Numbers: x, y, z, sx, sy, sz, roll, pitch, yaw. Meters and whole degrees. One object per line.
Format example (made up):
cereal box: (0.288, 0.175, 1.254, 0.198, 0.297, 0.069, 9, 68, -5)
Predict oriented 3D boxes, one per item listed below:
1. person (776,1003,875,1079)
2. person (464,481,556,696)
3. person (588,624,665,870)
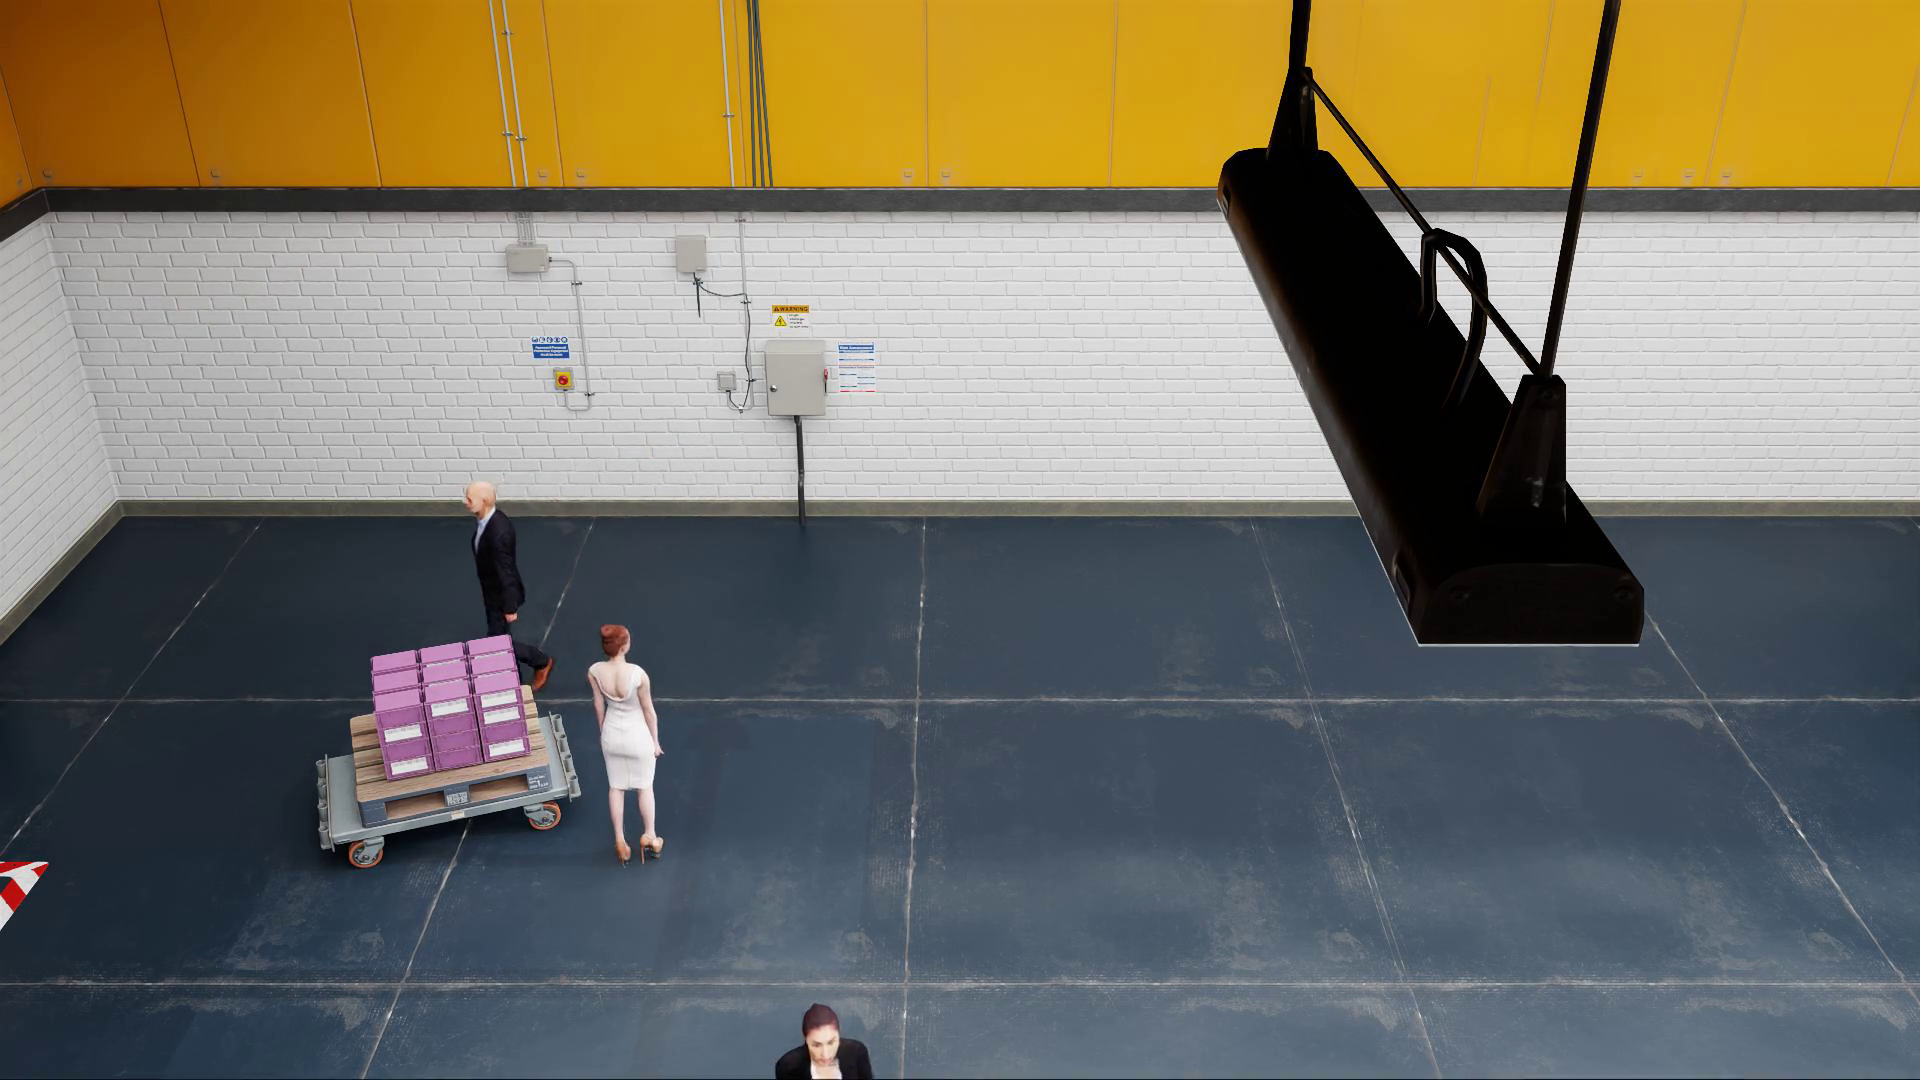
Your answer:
person: (-0.633, 2.791, 7.937, 0.839, 1.612, 1.144, -9, 30, -16)
person: (-3.291, 0.371, 12.191, 0.936, 1.787, 0.875, -15, 32, -25)
person: (-2.115, 1.282, 10.513, 0.635, 1.795, 0.625, 6, 29, 11)
